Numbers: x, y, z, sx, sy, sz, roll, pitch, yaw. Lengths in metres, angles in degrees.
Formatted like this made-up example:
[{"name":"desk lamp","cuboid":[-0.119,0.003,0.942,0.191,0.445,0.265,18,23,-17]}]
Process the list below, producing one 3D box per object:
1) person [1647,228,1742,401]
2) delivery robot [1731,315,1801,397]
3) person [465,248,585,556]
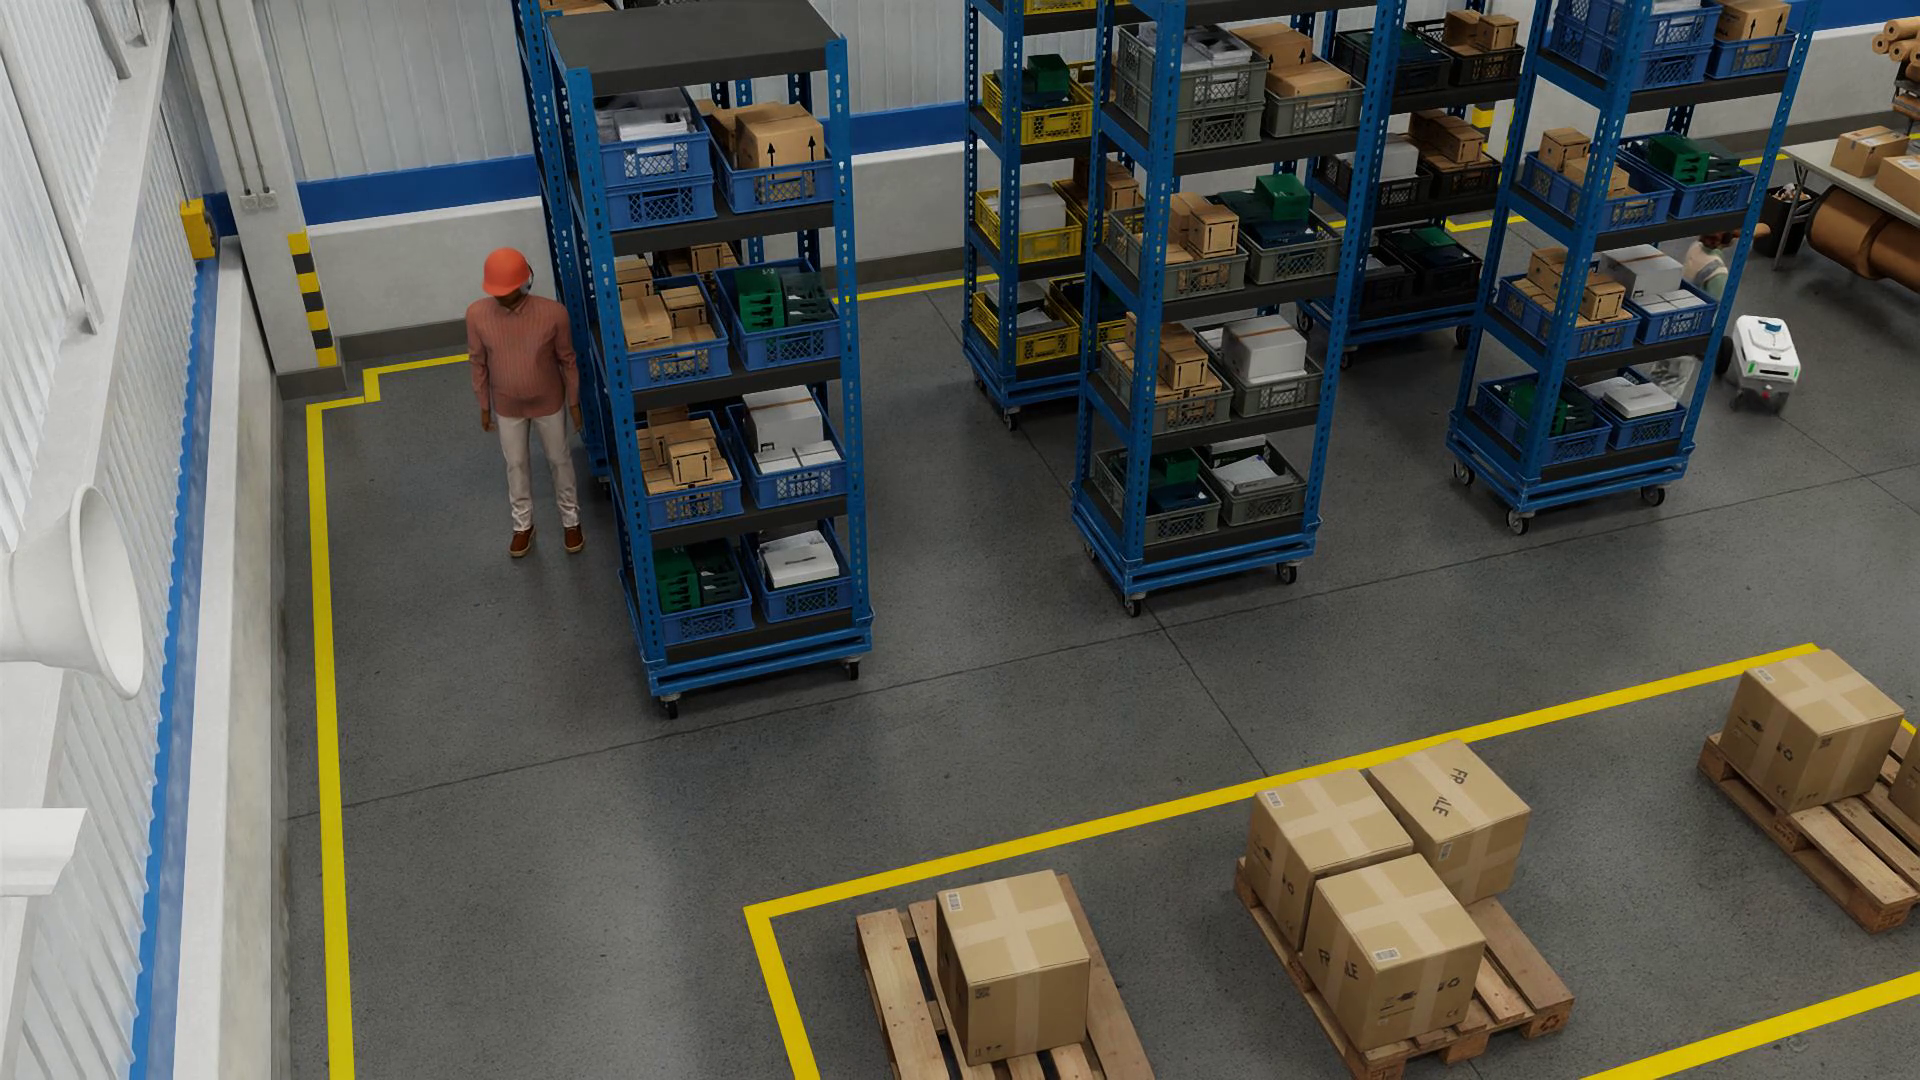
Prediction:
[{"name":"person","cuboid":[4.736,-1.371,10.810,0.319,1.628,0.527,3,35,4]},{"name":"delivery robot","cuboid":[5.596,-1.304,11.557,0.477,0.478,0.707,8,36,11]},{"name":"person","cuboid":[-2.511,-0.794,9.679,0.608,1.987,0.390,-3,35,-4]}]
